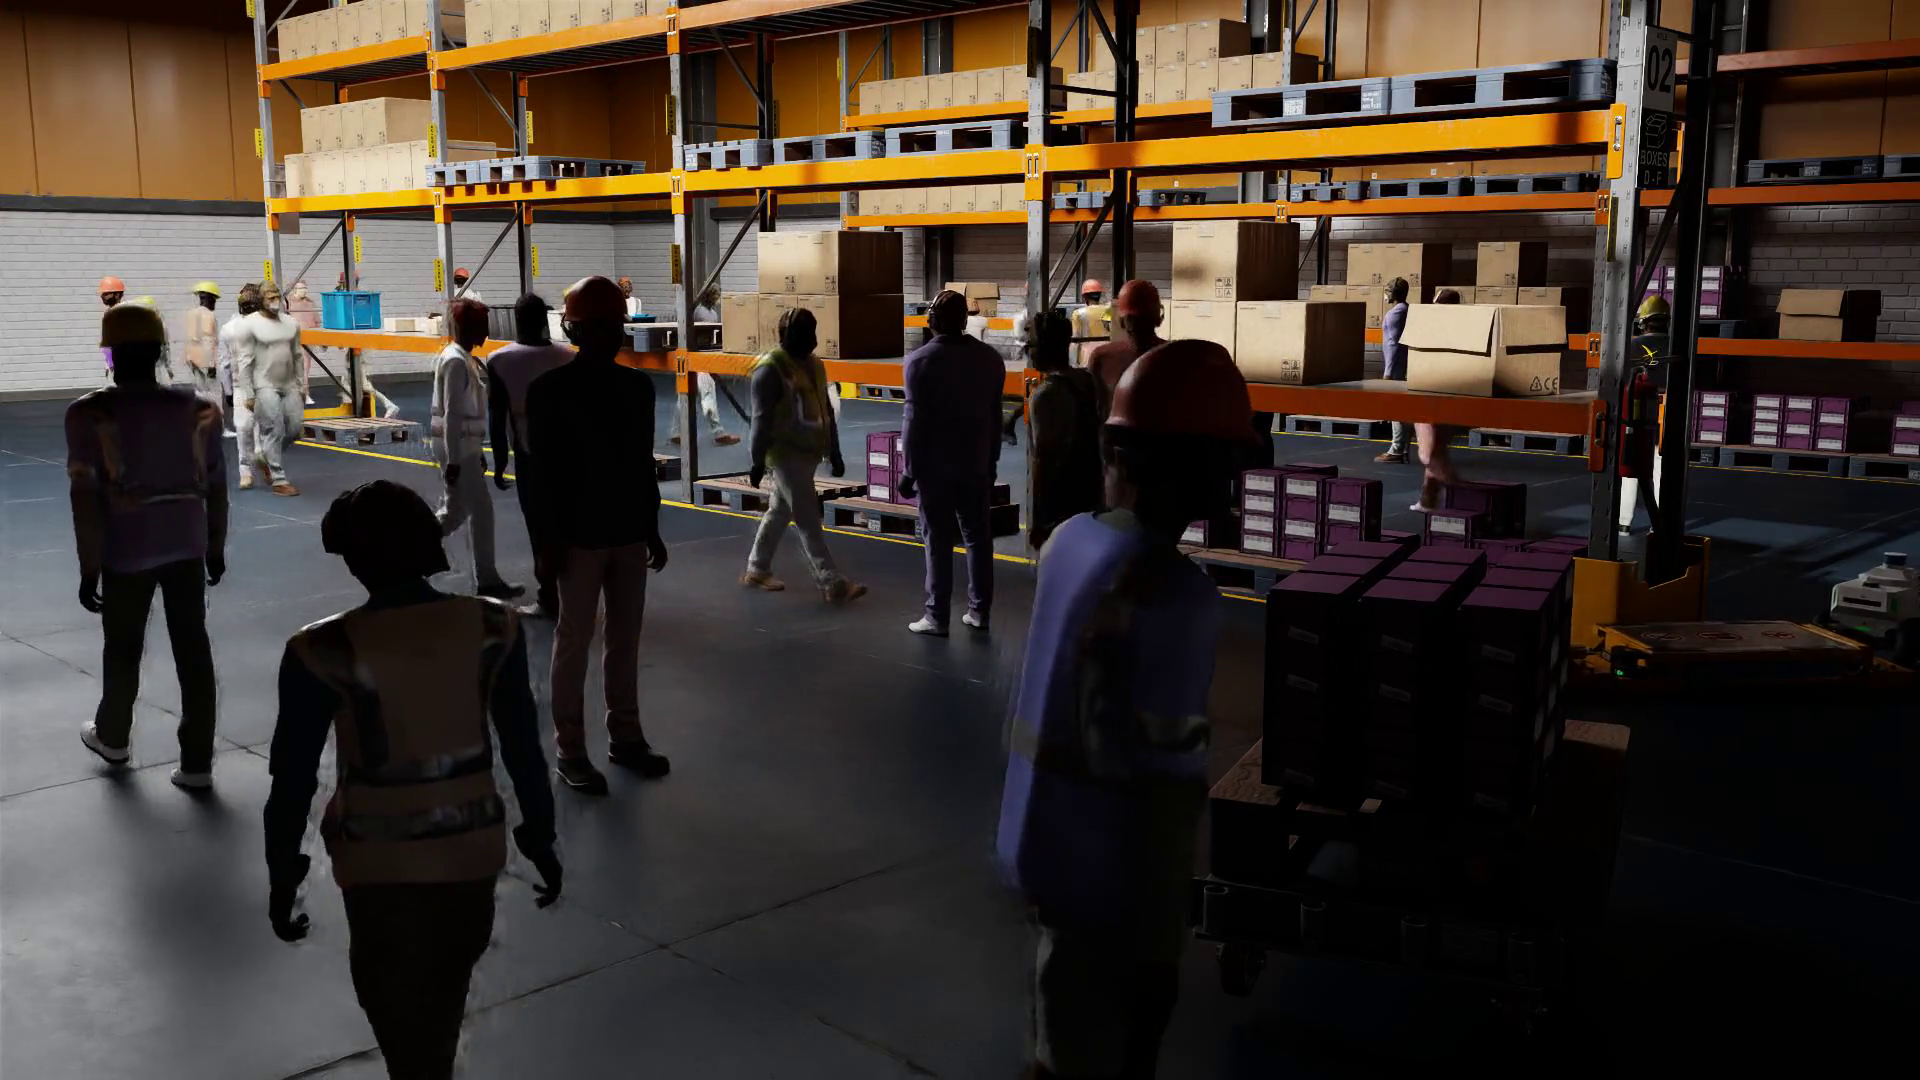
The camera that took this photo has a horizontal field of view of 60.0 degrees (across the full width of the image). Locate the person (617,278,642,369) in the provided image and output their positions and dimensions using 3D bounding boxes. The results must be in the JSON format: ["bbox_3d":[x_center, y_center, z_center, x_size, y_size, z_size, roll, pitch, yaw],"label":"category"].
[{"bbox_3d":[-5.212,-3.142,25.955,0.586,1.882,0.340,-7,11,-35],"label":"person"}]

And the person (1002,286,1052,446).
[{"bbox_3d":[0.795,-1.923,18.425,0.549,1.911,0.678,-7,12,-38],"label":"person"}]

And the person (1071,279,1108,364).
[{"bbox_3d":[1.530,-2.053,19.207,0.600,1.913,0.543,-4,10,-22],"label":"person"}]

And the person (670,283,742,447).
[{"bbox_3d":[-2.895,-1.990,18.923,0.935,1.874,0.636,1,9,4],"label":"person"}]

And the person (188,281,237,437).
[{"bbox_3d":[-9.069,-2.135,19.770,0.767,1.890,0.586,-9,13,-43],"label":"person"}]

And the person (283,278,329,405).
[{"bbox_3d":[-9.749,-2.946,24.797,0.748,1.877,0.641,4,10,26],"label":"person"}]

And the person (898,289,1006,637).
[{"bbox_3d":[-0.062,-0.421,9.199,0.637,1.911,0.403,-6,11,-31],"label":"person"}]

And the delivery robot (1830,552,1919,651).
[{"bbox_3d":[4.812,0.306,8.593,0.707,0.478,0.477,-7,12,-39],"label":"delivery robot"}]

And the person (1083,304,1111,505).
[{"bbox_3d":[1.251,-1.087,13.763,0.538,1.750,0.434,-5,11,-29],"label":"person"}]

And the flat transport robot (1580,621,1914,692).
[{"bbox_3d":[3.803,0.562,8.176,1.431,0.197,0.652,-1,9,-3],"label":"flat transport robot"}]

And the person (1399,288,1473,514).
[{"bbox_3d":[3.901,-1.087,13.386,0.642,1.875,0.866,-4,10,-26],"label":"person"}]

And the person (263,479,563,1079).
[{"bbox_3d":[-1.168,0.668,3.488,0.560,1.584,0.857,-8,12,-40],"label":"person"}]

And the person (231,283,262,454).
[{"bbox_3d":[-7.713,-1.872,18.232,0.310,1.864,0.534,9,13,44],"label":"person"}]

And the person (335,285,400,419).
[{"bbox_3d":[-7.569,-2.313,21.057,0.787,1.835,0.570,1,9,7],"label":"person"}]

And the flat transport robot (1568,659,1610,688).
[{"bbox_3d":[2.355,0.571,8.125,1.431,0.197,0.652,-2,9,-10],"label":"flat transport robot"}]

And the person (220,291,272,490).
[{"bbox_3d":[-6.445,-1.370,15.287,0.642,1.815,0.725,-3,10,-20],"label":"person"}]

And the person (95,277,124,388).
[{"bbox_3d":[-9.485,-1.987,18.778,0.551,1.936,0.435,6,11,34],"label":"person"}]

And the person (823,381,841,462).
[{"bbox_3d":[-1.472,-1.627,17.441,0.541,1.624,0.371,-6,11,-30],"label":"person"}]

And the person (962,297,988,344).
[{"bbox_3d":[0.166,-2.572,23.264,0.501,1.629,0.271,-4,10,-23],"label":"person"}]

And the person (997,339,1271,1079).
[{"bbox_3d":[0.329,0.595,3.041,0.713,1.899,0.575,-3,10,-17],"label":"person"}]

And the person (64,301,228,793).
[{"bbox_3d":[-3.222,0.016,6.559,0.943,1.885,0.618,9,13,44],"label":"person"}]

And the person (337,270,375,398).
[{"bbox_3d":[-9.398,-3.178,25.789,0.849,2.018,0.622,3,10,20],"label":"person"}]

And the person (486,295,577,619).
[{"bbox_3d":[-2.466,-0.490,9.765,0.592,1.869,0.696,-8,12,-39],"label":"person"}]

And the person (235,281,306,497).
[{"bbox_3d":[-6.151,-1.347,14.837,0.571,1.919,0.643,6,11,31],"label":"person"}]

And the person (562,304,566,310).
[{"bbox_3d":[-5.832,-3.068,25.717,0.502,1.808,0.613,4,10,21],"label":"person"}]

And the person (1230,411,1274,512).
[{"bbox_3d":[2.314,-1.197,13.554,0.538,2.000,0.681,8,12,41],"label":"person"}]

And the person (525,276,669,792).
[{"bbox_3d":[-1.405,-0.031,6.540,0.385,1.993,0.624,7,12,38],"label":"person"}]

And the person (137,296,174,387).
[{"bbox_3d":[-9.291,-1.948,19.149,0.748,1.707,0.536,9,13,43],"label":"person"}]

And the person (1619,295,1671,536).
[{"bbox_3d":[5.215,-0.929,12.593,0.586,1.824,0.405,1,9,5],"label":"person"}]

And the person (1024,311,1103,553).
[{"bbox_3d":[0.515,-0.162,7.868,0.454,1.824,0.549,7,11,36],"label":"person"}]

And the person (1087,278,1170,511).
[{"bbox_3d":[0.980,-0.426,9.021,0.644,1.970,0.447,0,9,3],"label":"person"}]

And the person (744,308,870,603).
[{"bbox_3d":[-0.992,-0.520,10.200,0.999,1.788,0.647,5,10,26],"label":"person"}]

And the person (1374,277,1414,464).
[{"bbox_3d":[4.548,-1.758,17.302,0.379,1.940,0.629,6,11,32],"label":"person"}]

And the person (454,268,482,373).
[{"bbox_3d":[-8.053,-3.389,26.992,0.611,2.040,0.392,-3,10,-16],"label":"person"}]

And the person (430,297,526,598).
[{"bbox_3d":[-3.121,-0.542,10.106,0.786,1.860,0.584,-3,10,-19],"label":"person"}]

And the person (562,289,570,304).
[{"bbox_3d":[-5.988,-3.017,25.673,0.547,1.723,0.743,2,10,14],"label":"person"}]
